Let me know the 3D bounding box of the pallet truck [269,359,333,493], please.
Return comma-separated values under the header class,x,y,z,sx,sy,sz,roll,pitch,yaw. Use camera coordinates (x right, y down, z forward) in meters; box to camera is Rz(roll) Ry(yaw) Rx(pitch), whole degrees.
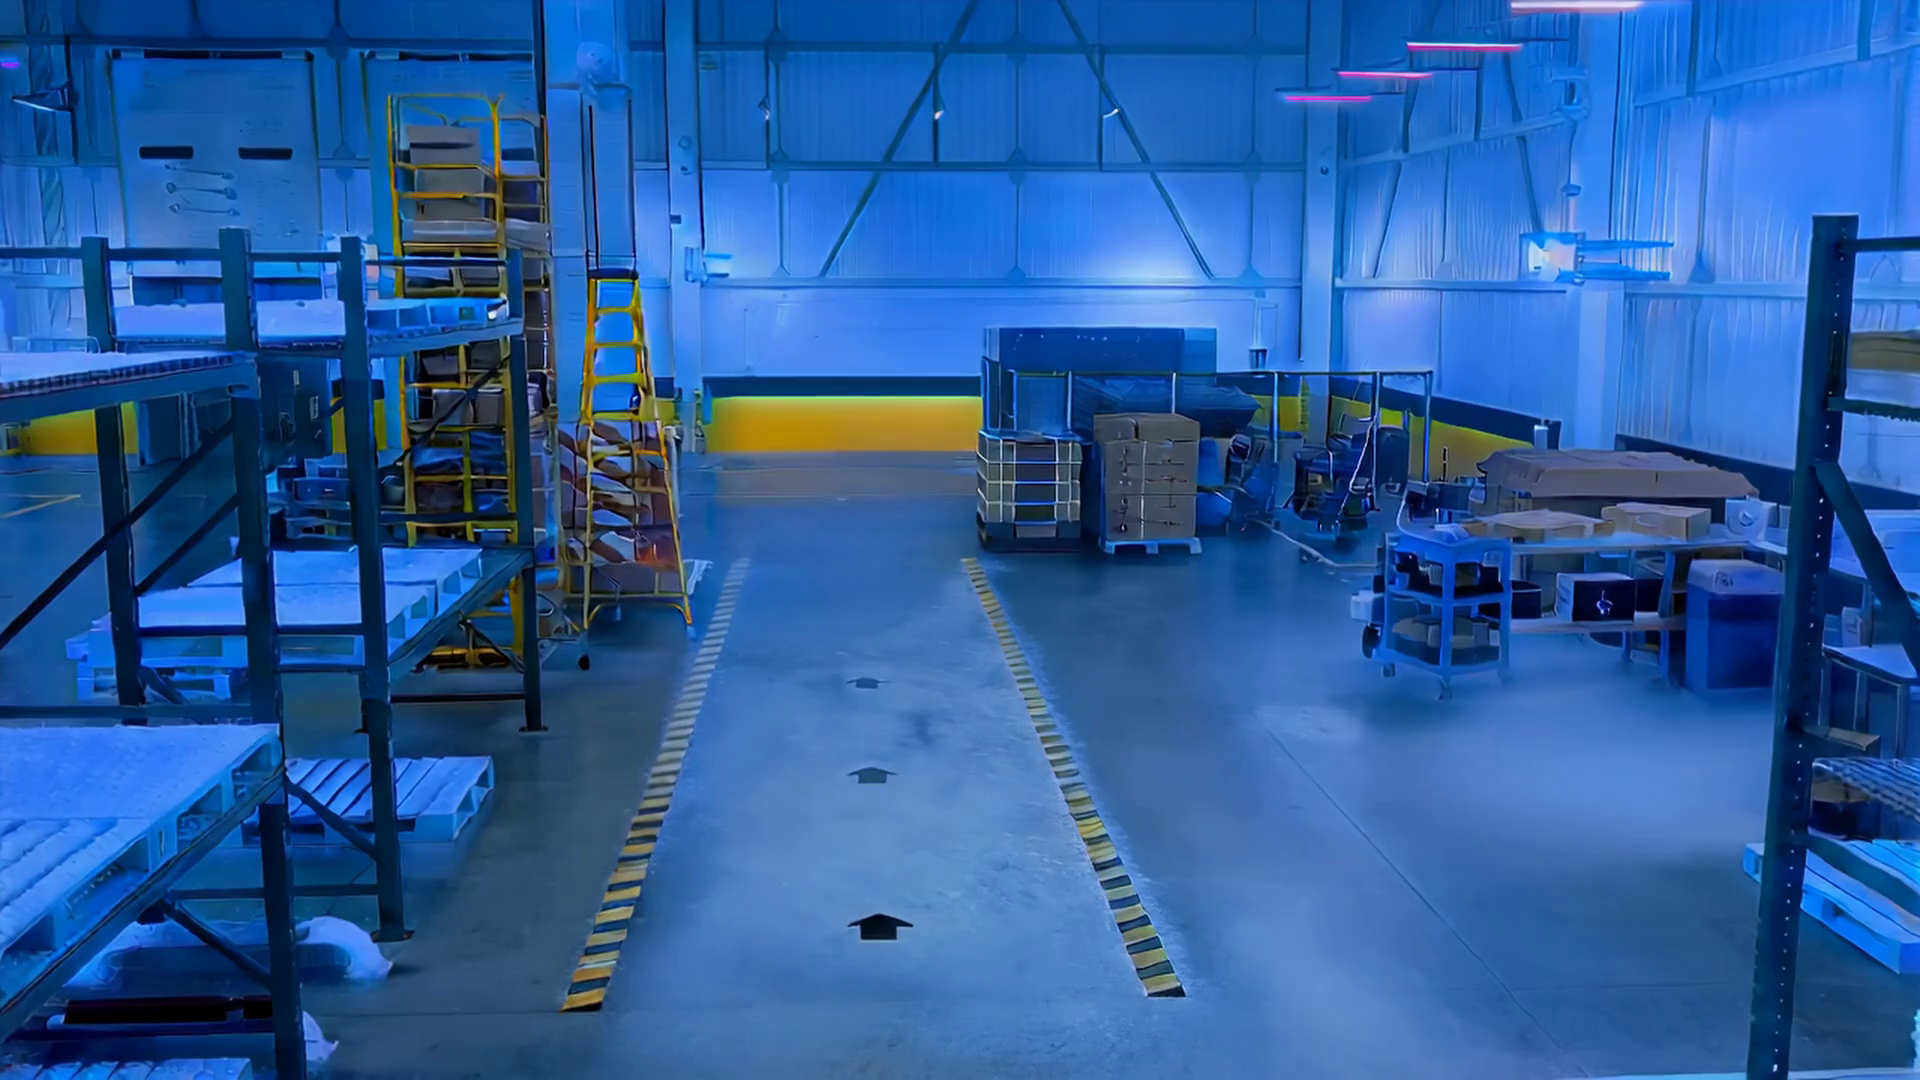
class,x,y,z,sx,sy,sz,roll,pitch,yaw
pallet truck,-7.062,-1.131,18.996,1.885,1.965,0.823,2,9,13
